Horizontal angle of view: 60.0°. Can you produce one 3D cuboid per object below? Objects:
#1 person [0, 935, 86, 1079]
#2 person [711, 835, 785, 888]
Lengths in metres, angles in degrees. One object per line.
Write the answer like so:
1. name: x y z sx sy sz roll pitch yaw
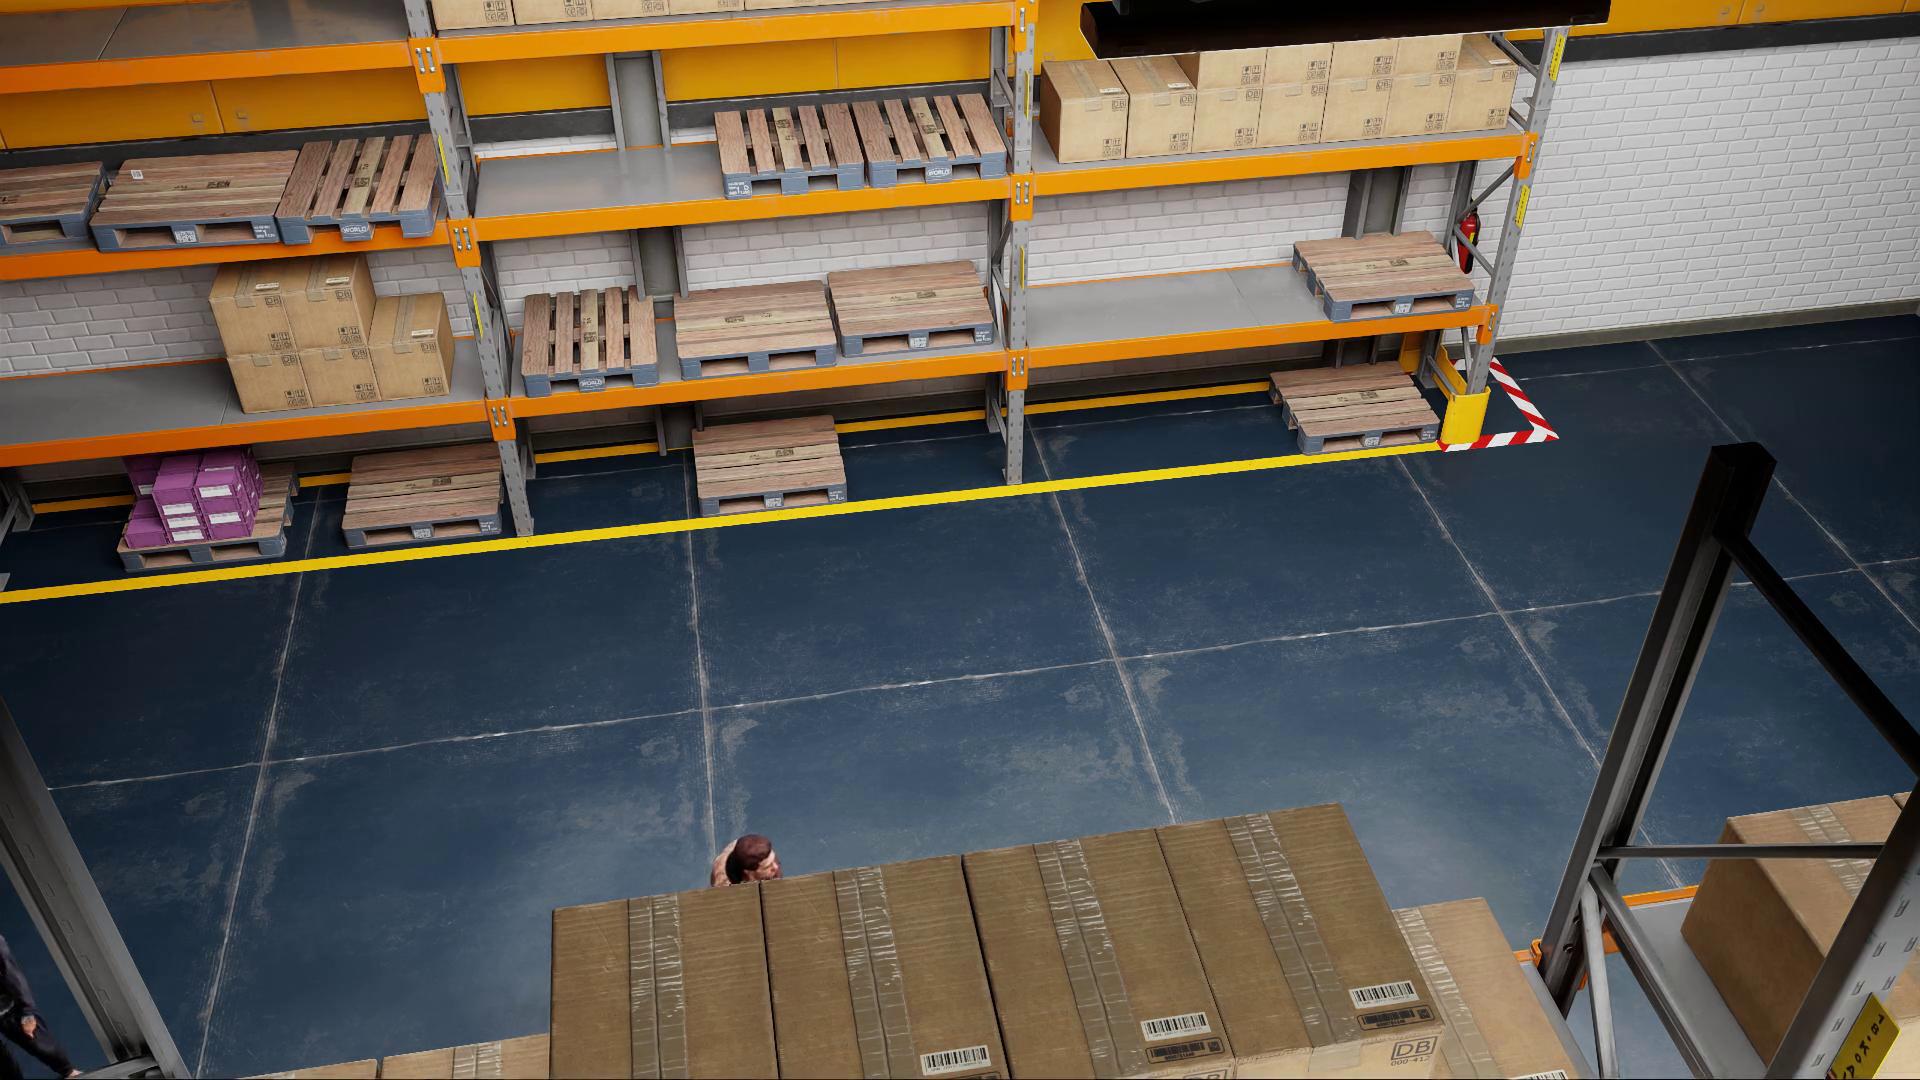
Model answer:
1. person: -5.228 2.458 8.845 0.490 1.696 0.838 5 39 6
2. person: -1.180 2.240 9.043 1.297 1.791 1.095 10 40 13
